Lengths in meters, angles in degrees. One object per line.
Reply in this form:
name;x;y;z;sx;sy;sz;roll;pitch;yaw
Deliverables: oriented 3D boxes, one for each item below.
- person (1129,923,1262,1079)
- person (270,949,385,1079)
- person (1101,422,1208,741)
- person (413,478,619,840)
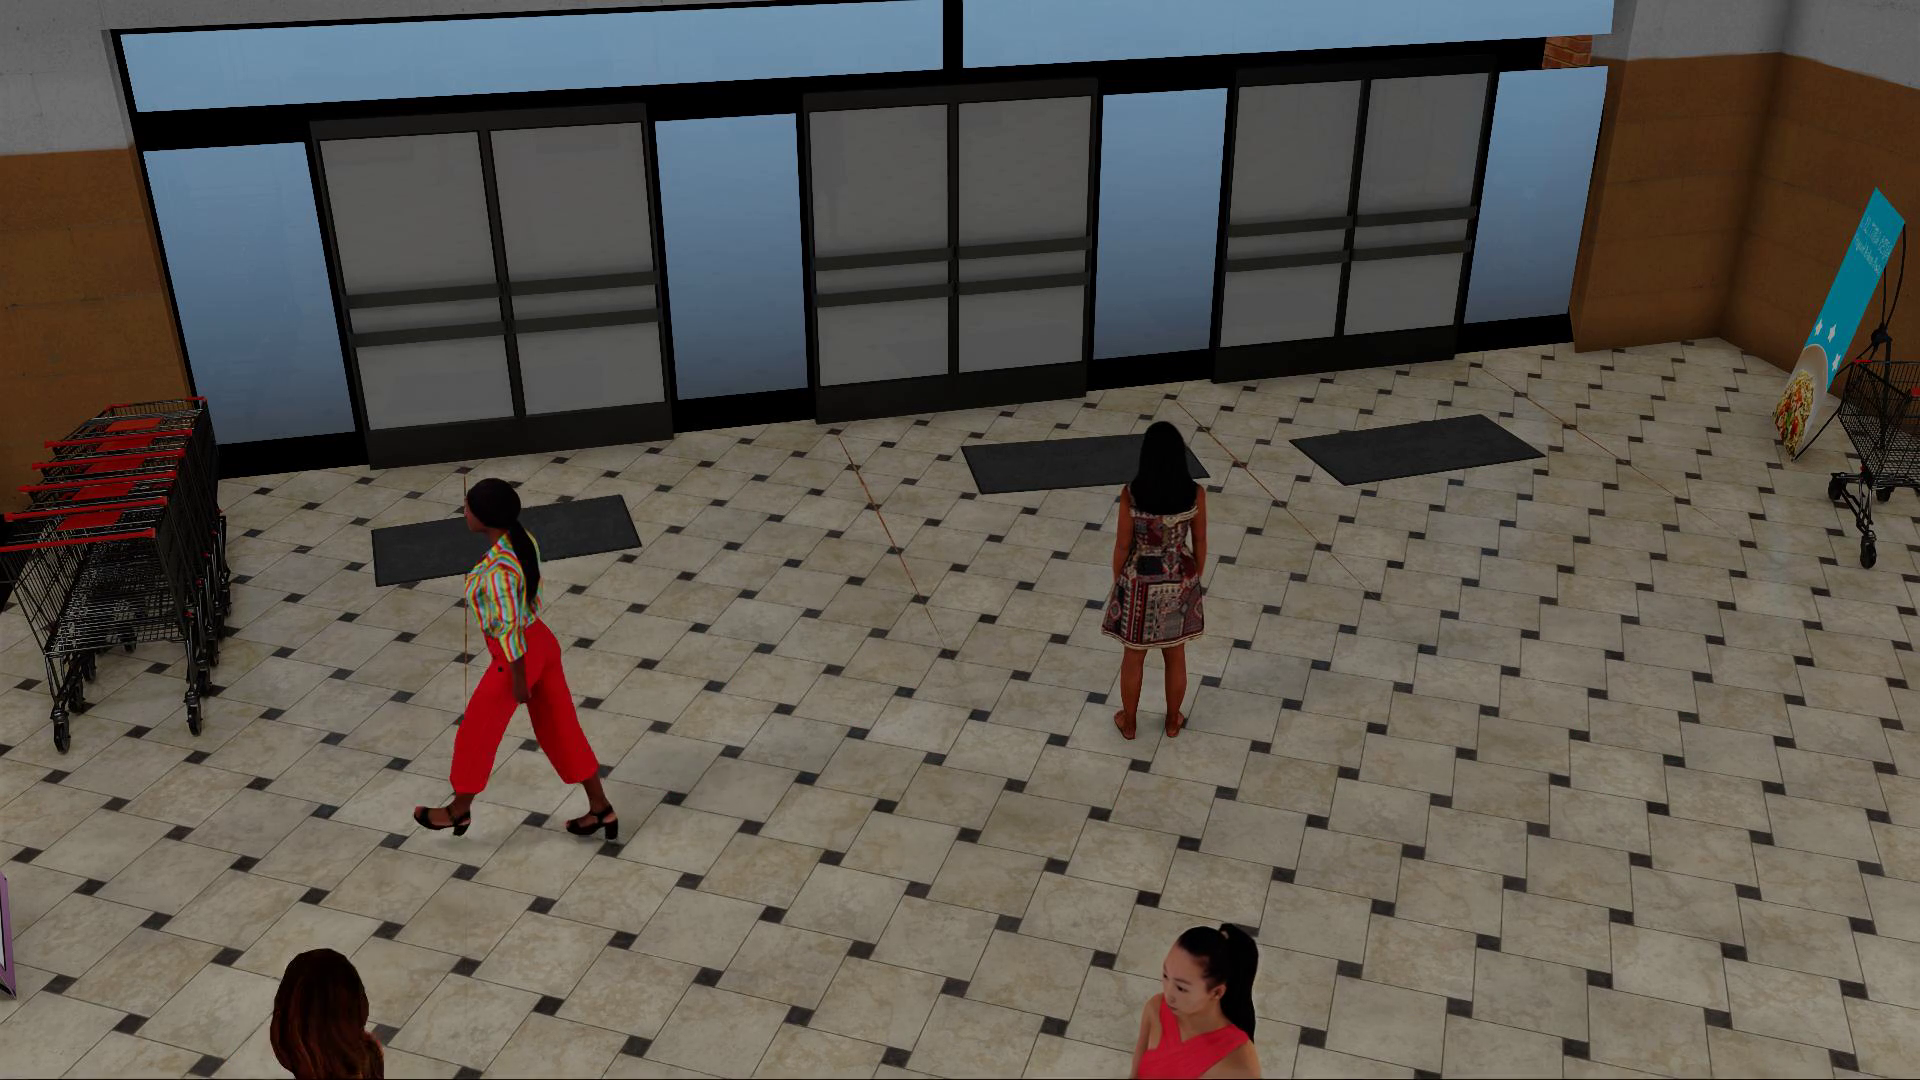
person;0.638;1.782;4.684;0.764;1.727;0.652;-22;34;-36
person;-1.589;1.906;4.336;0.772;1.821;0.646;-1;27;-1
person;0.931;0.205;7.884;0.692;1.645;0.599;-1;27;-3
person;-1.765;0.573;7.045;0.918;1.748;1.117;2;27;4
